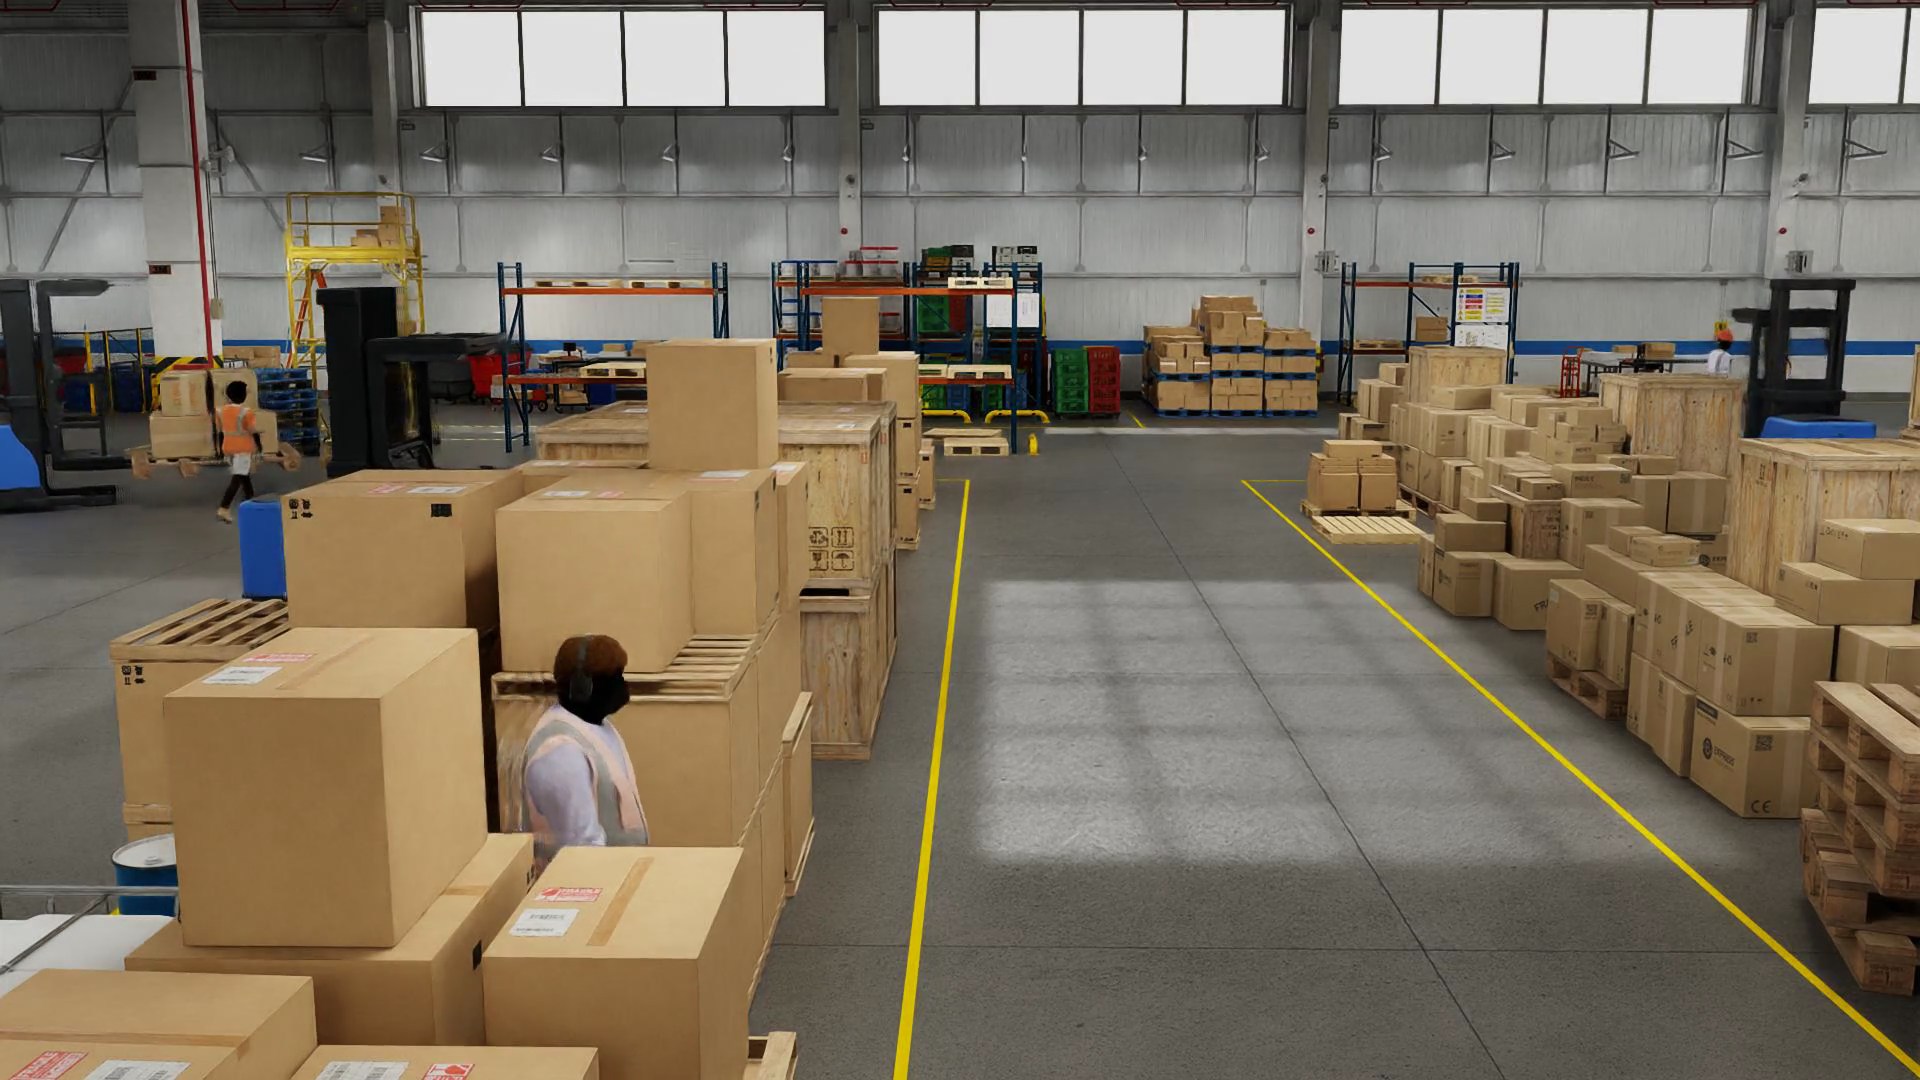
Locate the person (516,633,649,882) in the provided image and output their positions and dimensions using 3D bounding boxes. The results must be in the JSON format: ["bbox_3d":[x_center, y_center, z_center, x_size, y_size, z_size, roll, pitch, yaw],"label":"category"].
[{"bbox_3d":[-1.224,1.205,5.670,0.972,1.791,0.623,0,9,1],"label":"person"}]

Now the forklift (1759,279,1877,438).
[{"bbox_3d":[10.723,-1.918,21.122,1.129,2.768,1.873,0,9,1],"label":"forklift"}]

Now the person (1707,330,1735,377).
[{"bbox_3d":[12.635,-2.567,27.911,0.653,1.921,0.551,-1,10,-4],"label":"person"}]

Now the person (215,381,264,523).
[{"bbox_3d":[-8.486,-1.040,19.515,0.544,1.660,0.864,4,10,23],"label":"person"}]

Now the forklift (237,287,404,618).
[{"bbox_3d":[-4.964,-0.712,13.900,1.873,2.768,1.129,0,9,1],"label":"forklift"}]

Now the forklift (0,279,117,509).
[{"bbox_3d":[-11.508,-1.797,20.400,1.873,2.768,1.129,-5,11,-26],"label":"forklift"}]
